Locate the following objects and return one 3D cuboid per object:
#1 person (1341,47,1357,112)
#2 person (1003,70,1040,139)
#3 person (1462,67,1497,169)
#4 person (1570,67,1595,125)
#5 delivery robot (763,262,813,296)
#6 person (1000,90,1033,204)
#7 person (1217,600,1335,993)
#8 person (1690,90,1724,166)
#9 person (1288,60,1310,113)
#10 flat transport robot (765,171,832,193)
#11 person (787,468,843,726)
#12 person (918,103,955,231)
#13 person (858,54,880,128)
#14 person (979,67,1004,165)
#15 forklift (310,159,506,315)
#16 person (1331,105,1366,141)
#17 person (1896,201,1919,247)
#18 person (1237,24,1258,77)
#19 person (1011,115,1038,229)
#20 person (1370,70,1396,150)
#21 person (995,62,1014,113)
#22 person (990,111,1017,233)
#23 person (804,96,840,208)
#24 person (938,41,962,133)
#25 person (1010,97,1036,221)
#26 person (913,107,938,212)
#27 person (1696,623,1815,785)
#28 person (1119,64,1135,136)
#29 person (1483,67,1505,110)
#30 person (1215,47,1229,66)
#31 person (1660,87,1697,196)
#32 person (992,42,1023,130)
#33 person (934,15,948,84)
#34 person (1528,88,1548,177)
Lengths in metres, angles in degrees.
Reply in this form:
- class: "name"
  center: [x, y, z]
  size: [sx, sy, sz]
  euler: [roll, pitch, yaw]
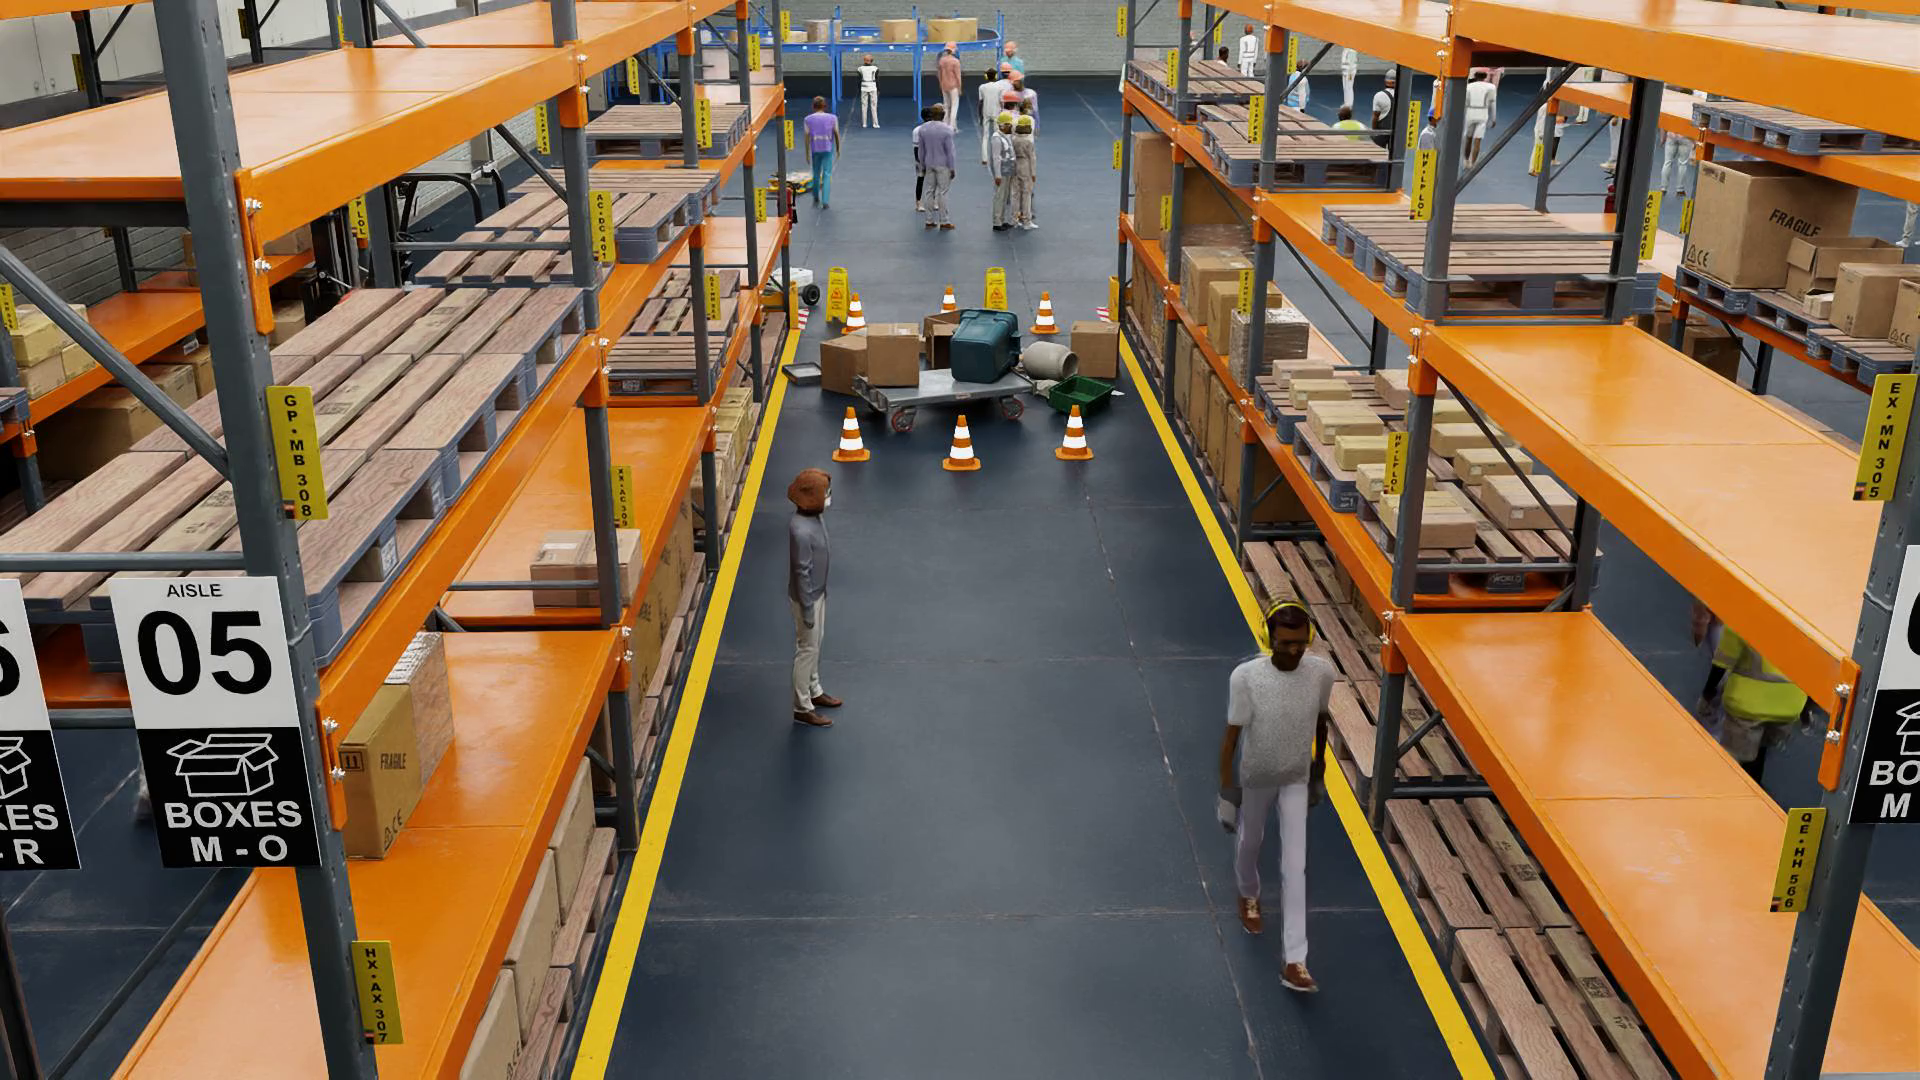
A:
- class: "person"
  center: [9.514, -11.483, 40.859]
  size: [0.424, 1.939, 0.604]
  euler: [-2, 21, -5]
- class: "person"
  center: [1.127, -7.564, 30.387]
  size: [0.710, 2.030, 0.547]
  euler: [1, 21, 3]
- class: "person"
  center: [9.818, -7.980, 31.512]
  size: [0.635, 1.995, 1.013]
  euler: [10, 23, 25]
- class: "person"
  center: [14.512, -10.489, 38.658]
  size: [0.507, 1.623, 0.295]
  euler: [-15, 26, -35]
- class: "delivery robot"
  center: [-2.185, -3.245, 20.867]
  size: [0.477, 0.478, 0.707]
  euler: [17, 27, 38]
- class: "person"
  center: [0.895, -6.543, 27.829]
  size: [0.797, 1.917, 0.551]
  euler: [12, 24, 29]
- class: "person"
  center: [1.451, 1.144, 7.638]
  size: [0.556, 1.814, 0.979]
  euler: [-1, 21, -2]
- class: "person"
  center: [14.379, -8.112, 32.090]
  size: [0.594, 1.837, 1.000]
  euler: [4, 21, 10]
- class: "person"
  center: [7.003, -8.993, 34.421]
  size: [0.430, 1.835, 0.621]
  euler: [-3, 21, -8]
- class: "flat transport robot"
  center: [-2.893, -6.416, 29.775]
  size: [0.652, 0.197, 1.431]
  euler: [8, 22, 19]
- class: "person"
  center: [-0.893, 0.337, 10.045]
  size: [0.288, 1.626, 0.508]
  euler: [2, 21, 5]
- class: "person"
  center: [-0.344, -5.783, 25.781]
  size: [0.635, 1.937, 0.359]
  euler: [13, 24, 30]
- class: "person"
  center: [-2.079, -10.243, 37.987]
  size: [0.513, 1.640, 0.309]
  euler: [4, 21, 11]
- class: "person"
  center: [0.620, -8.236, 32.378]
  size: [0.510, 1.863, 0.333]
  euler: [3, 21, 8]
- class: "forklift"
  center: [-5.622, -2.910, 17.832]
  size: [2.313, 2.155, 1.214]
  euler: [-1, 21, -1]
- class: "person"
  center: [6.199, -5.991, 26.523]
  size: [0.650, 1.811, 0.760]
  euler: [-5, 21, -12]
- class: "person"
  center: [14.178, -5.191, 24.503]
  size: [0.486, 1.736, 0.320]
  euler: [0, 21, 0]
- class: "person"
  center: [7.636, -12.728, 44.214]
  size: [0.584, 1.882, 0.345]
  euler: [-11, 24, -28]
- class: "person"
  center: [0.993, -5.734, 25.923]
  size: [0.485, 1.744, 0.295]
  euler: [17, 27, 38]
- class: "person"
  center: [7.707, -7.447, 30.039]
  size: [0.684, 2.000, 0.538]
  euler: [-4, 21, -11]
- class: "person"
  center: [0.902, -8.385, 32.679]
  size: [0.549, 1.928, 0.387]
  euler: [2, 21, 6]
- class: "person"
  center: [0.673, -5.686, 25.677]
  size: [0.404, 1.827, 0.600]
  euler: [7, 22, 17]
- class: "person"
  center: [-2.317, -6.535, 27.967]
  size: [0.582, 1.793, 0.951]
  euler: [-1, 21, -2]
- class: "person"
  center: [-0.199, -10.112, 37.150]
  size: [0.624, 1.991, 0.400]
  euler: [18, 27, 40]
- class: "person"
  center: [1.011, -6.099, 26.619]
  size: [0.372, 1.938, 0.630]
  euler: [12, 24, 28]
- class: "person"
  center: [-0.537, -6.272, 27.424]
  size: [0.533, 1.690, 0.321]
  euler: [-13, 24, -30]
- class: "person"
  center: [4.117, 0.822, 8.673]
  size: [0.549, 1.670, 0.693]
  euler: [-1, 21, -3]
- class: "person"
  center: [3.714, -9.875, 36.745]
  size: [0.407, 1.831, 0.582]
  euler: [-2, 21, -5]
- class: "person"
  center: [13.286, -11.725, 41.531]
  size: [0.652, 1.906, 0.404]
  euler: [2, 21, 5]
- class: "person"
  center: [5.723, -9.927, 36.784]
  size: [0.405, 1.908, 0.599]
  euler: [-6, 21, -14]
- class: "person"
  center: [12.479, -6.946, 28.866]
  size: [0.641, 1.935, 0.376]
  euler: [12, 24, 29]
- class: "person"
  center: [1.065, -10.089, 37.135]
  size: [0.620, 1.947, 0.976]
  euler: [11, 23, 27]
- class: "person"
  center: [-0.533, -14.083, 47.792]
  size: [0.416, 1.894, 0.661]
  euler: [-3, 21, -8]
- class: "person"
  center: [10.885, -7.628, 31.098]
  size: [0.287, 1.625, 0.497]
  euler: [9, 23, 23]
